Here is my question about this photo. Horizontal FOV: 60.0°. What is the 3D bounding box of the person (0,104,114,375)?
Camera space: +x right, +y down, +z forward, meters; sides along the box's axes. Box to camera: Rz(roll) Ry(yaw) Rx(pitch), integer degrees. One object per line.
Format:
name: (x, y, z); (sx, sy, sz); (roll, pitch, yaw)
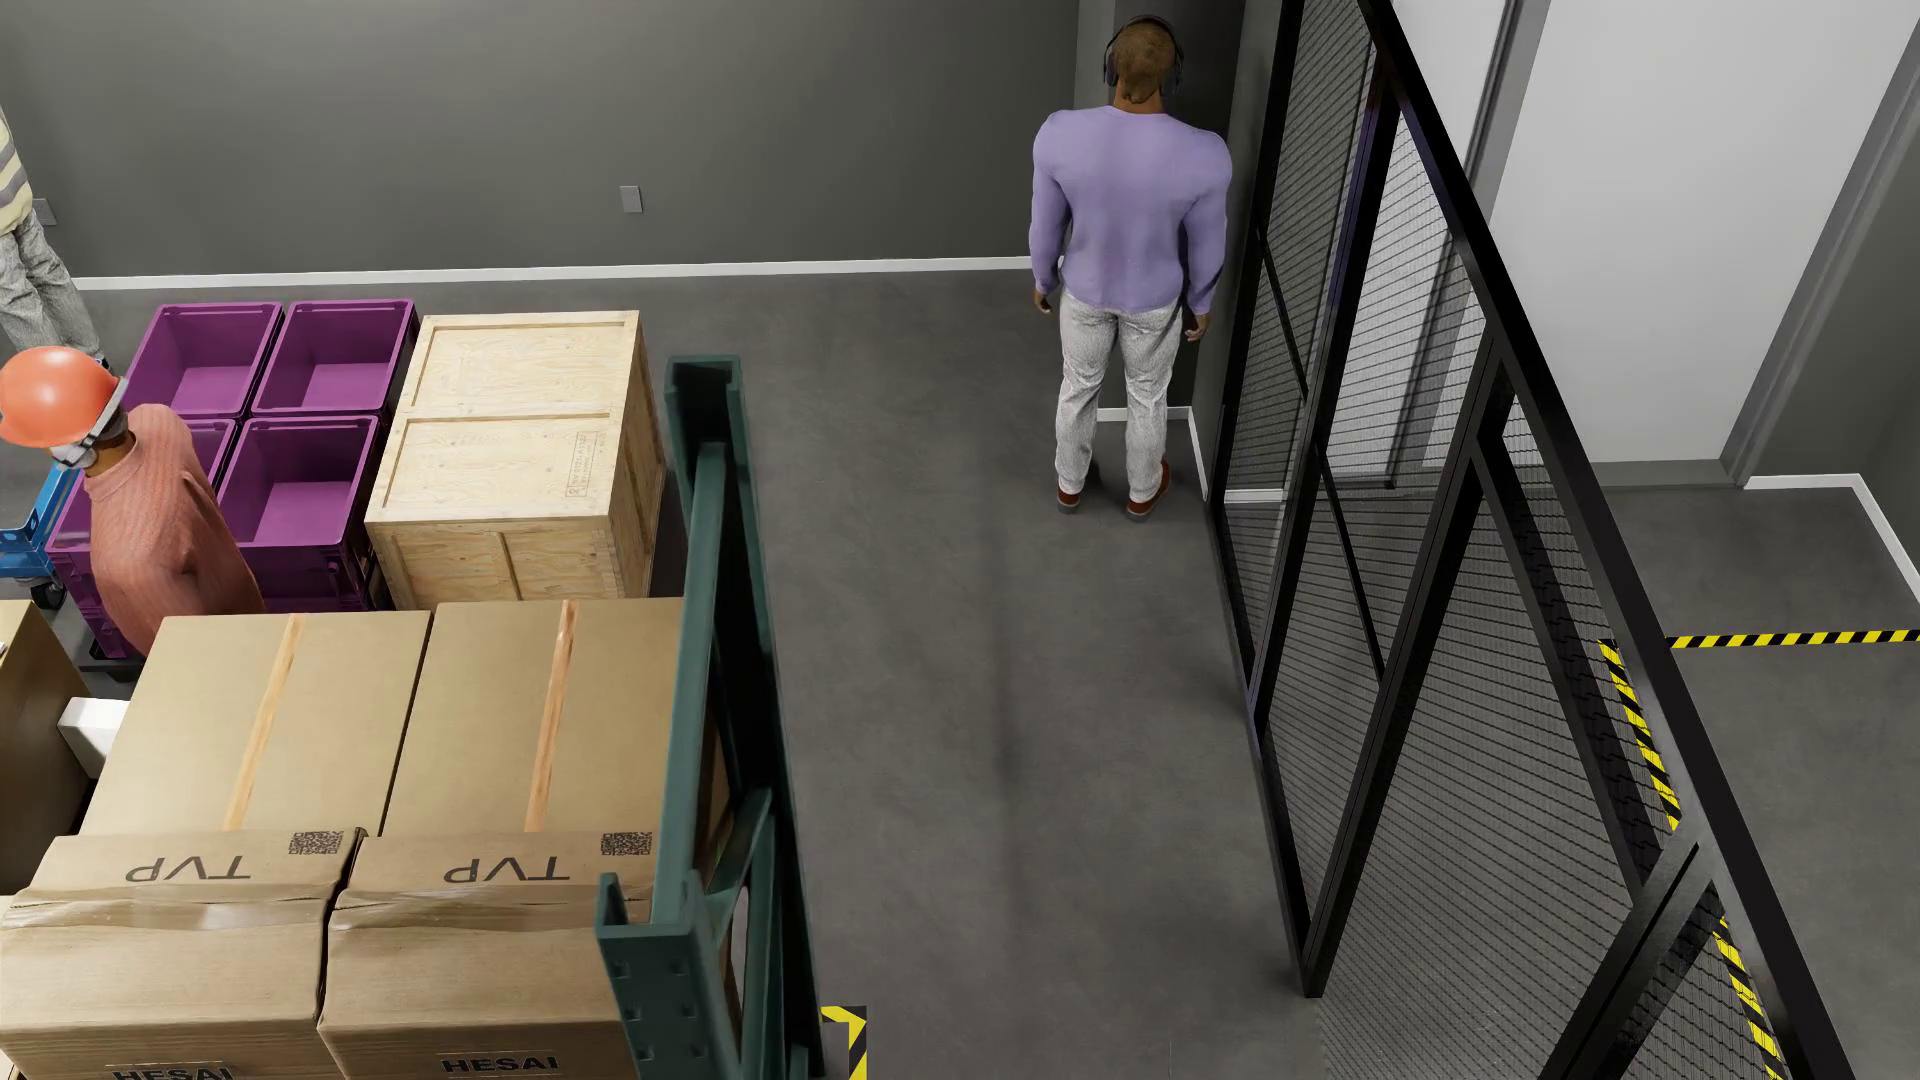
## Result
person: (-3.536, -1.193, 5.967); (0.404, 1.833, 0.590); (0, 46, 0)

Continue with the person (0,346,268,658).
person: (-2.047, 0.264, 4.472); (0.389, 1.987, 0.611); (-12, 47, -11)

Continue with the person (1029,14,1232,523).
person: (0.545, -0.839, 5.561); (0.638, 1.932, 0.356); (10, 47, 9)
